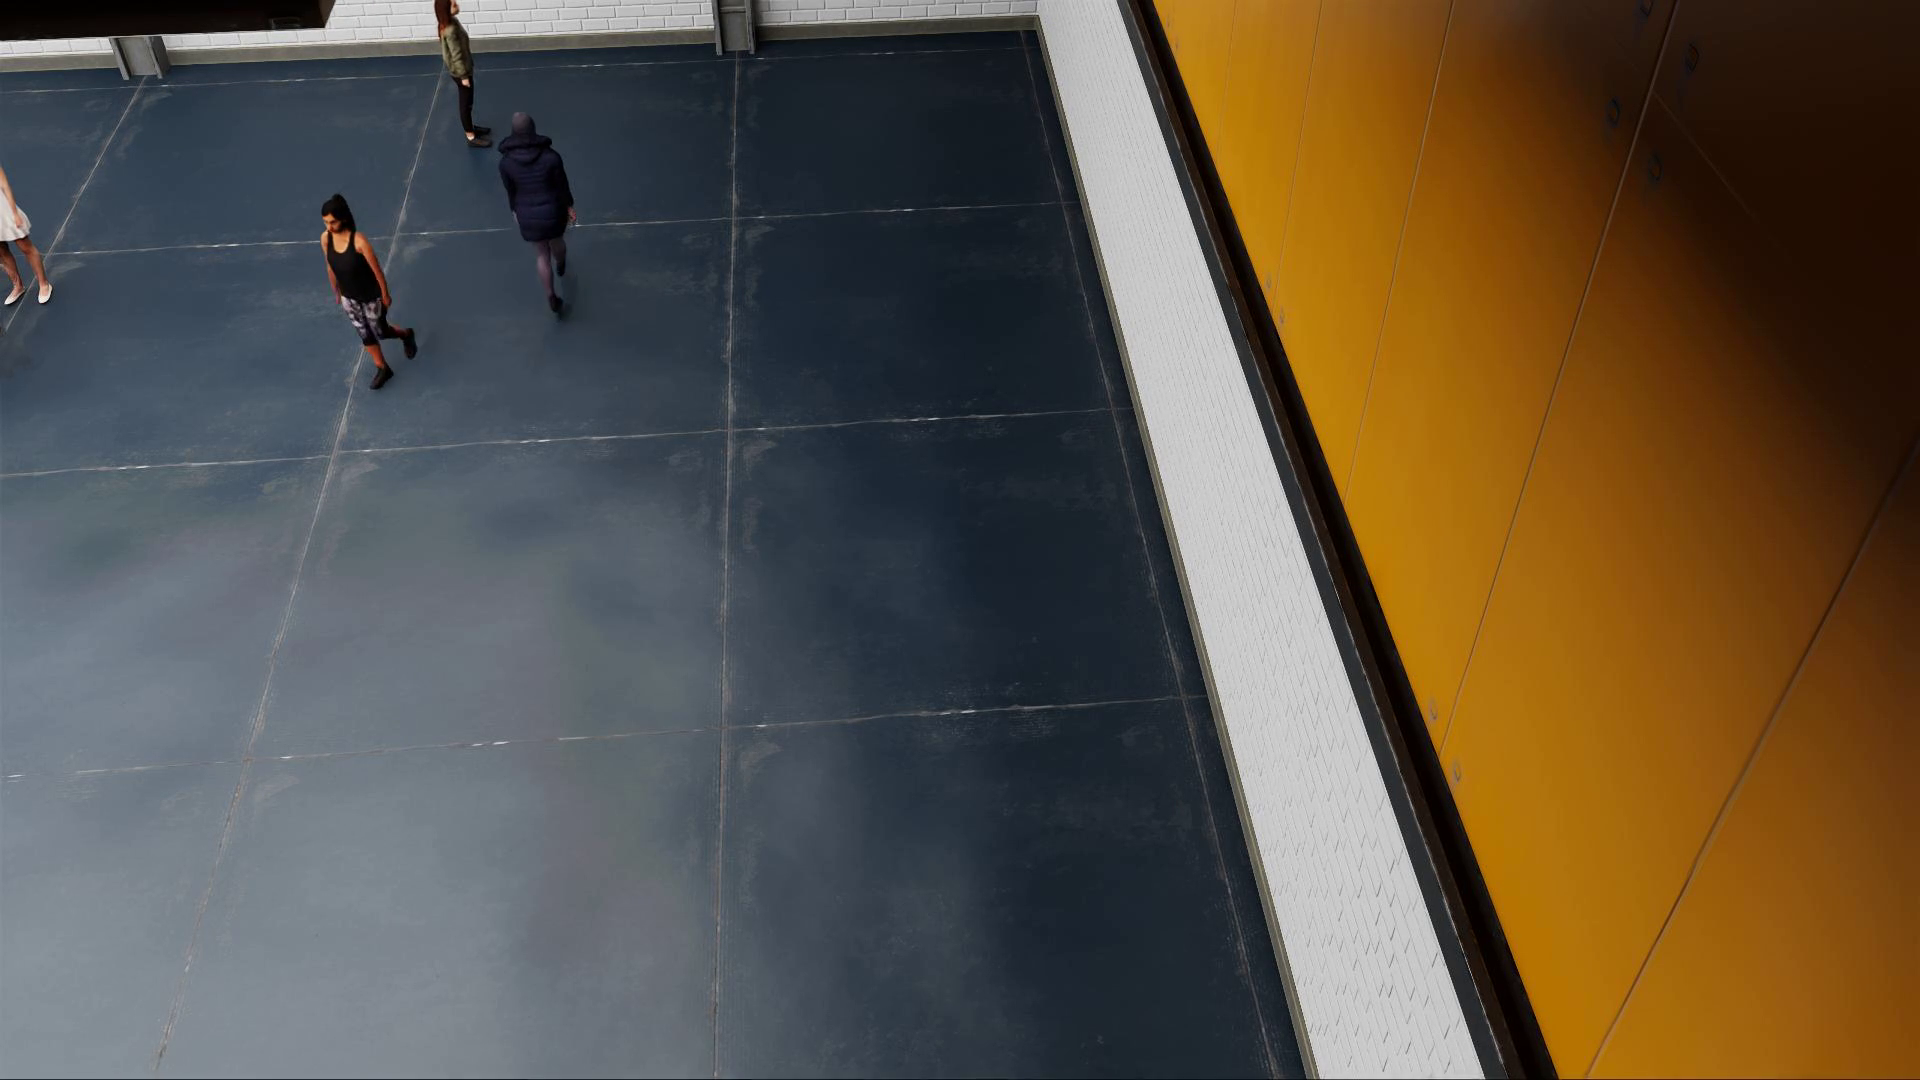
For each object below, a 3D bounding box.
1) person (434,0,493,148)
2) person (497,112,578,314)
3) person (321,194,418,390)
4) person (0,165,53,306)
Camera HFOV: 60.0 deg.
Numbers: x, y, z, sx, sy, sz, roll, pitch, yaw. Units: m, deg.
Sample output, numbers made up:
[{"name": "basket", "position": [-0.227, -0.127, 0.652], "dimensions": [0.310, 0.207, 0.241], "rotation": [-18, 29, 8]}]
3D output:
[{"name": "person", "position": [-4.666, -4.404, 15.537], "dimensions": [0.542, 1.475, 0.602], "rotation": [-8, 44, -9]}, {"name": "person", "position": [-3.425, -2.620, 13.556], "dimensions": [1.074, 1.624, 0.851], "rotation": [-6, 44, -6]}, {"name": "person", "position": [-4.580, -1.963, 12.840], "dimensions": [0.829, 1.660, 0.823], "rotation": [9, 44, 9]}, {"name": "person", "position": [-7.888, -2.704, 13.585], "dimensions": [0.465, 1.706, 0.613], "rotation": [-2, 44, -2]}]
